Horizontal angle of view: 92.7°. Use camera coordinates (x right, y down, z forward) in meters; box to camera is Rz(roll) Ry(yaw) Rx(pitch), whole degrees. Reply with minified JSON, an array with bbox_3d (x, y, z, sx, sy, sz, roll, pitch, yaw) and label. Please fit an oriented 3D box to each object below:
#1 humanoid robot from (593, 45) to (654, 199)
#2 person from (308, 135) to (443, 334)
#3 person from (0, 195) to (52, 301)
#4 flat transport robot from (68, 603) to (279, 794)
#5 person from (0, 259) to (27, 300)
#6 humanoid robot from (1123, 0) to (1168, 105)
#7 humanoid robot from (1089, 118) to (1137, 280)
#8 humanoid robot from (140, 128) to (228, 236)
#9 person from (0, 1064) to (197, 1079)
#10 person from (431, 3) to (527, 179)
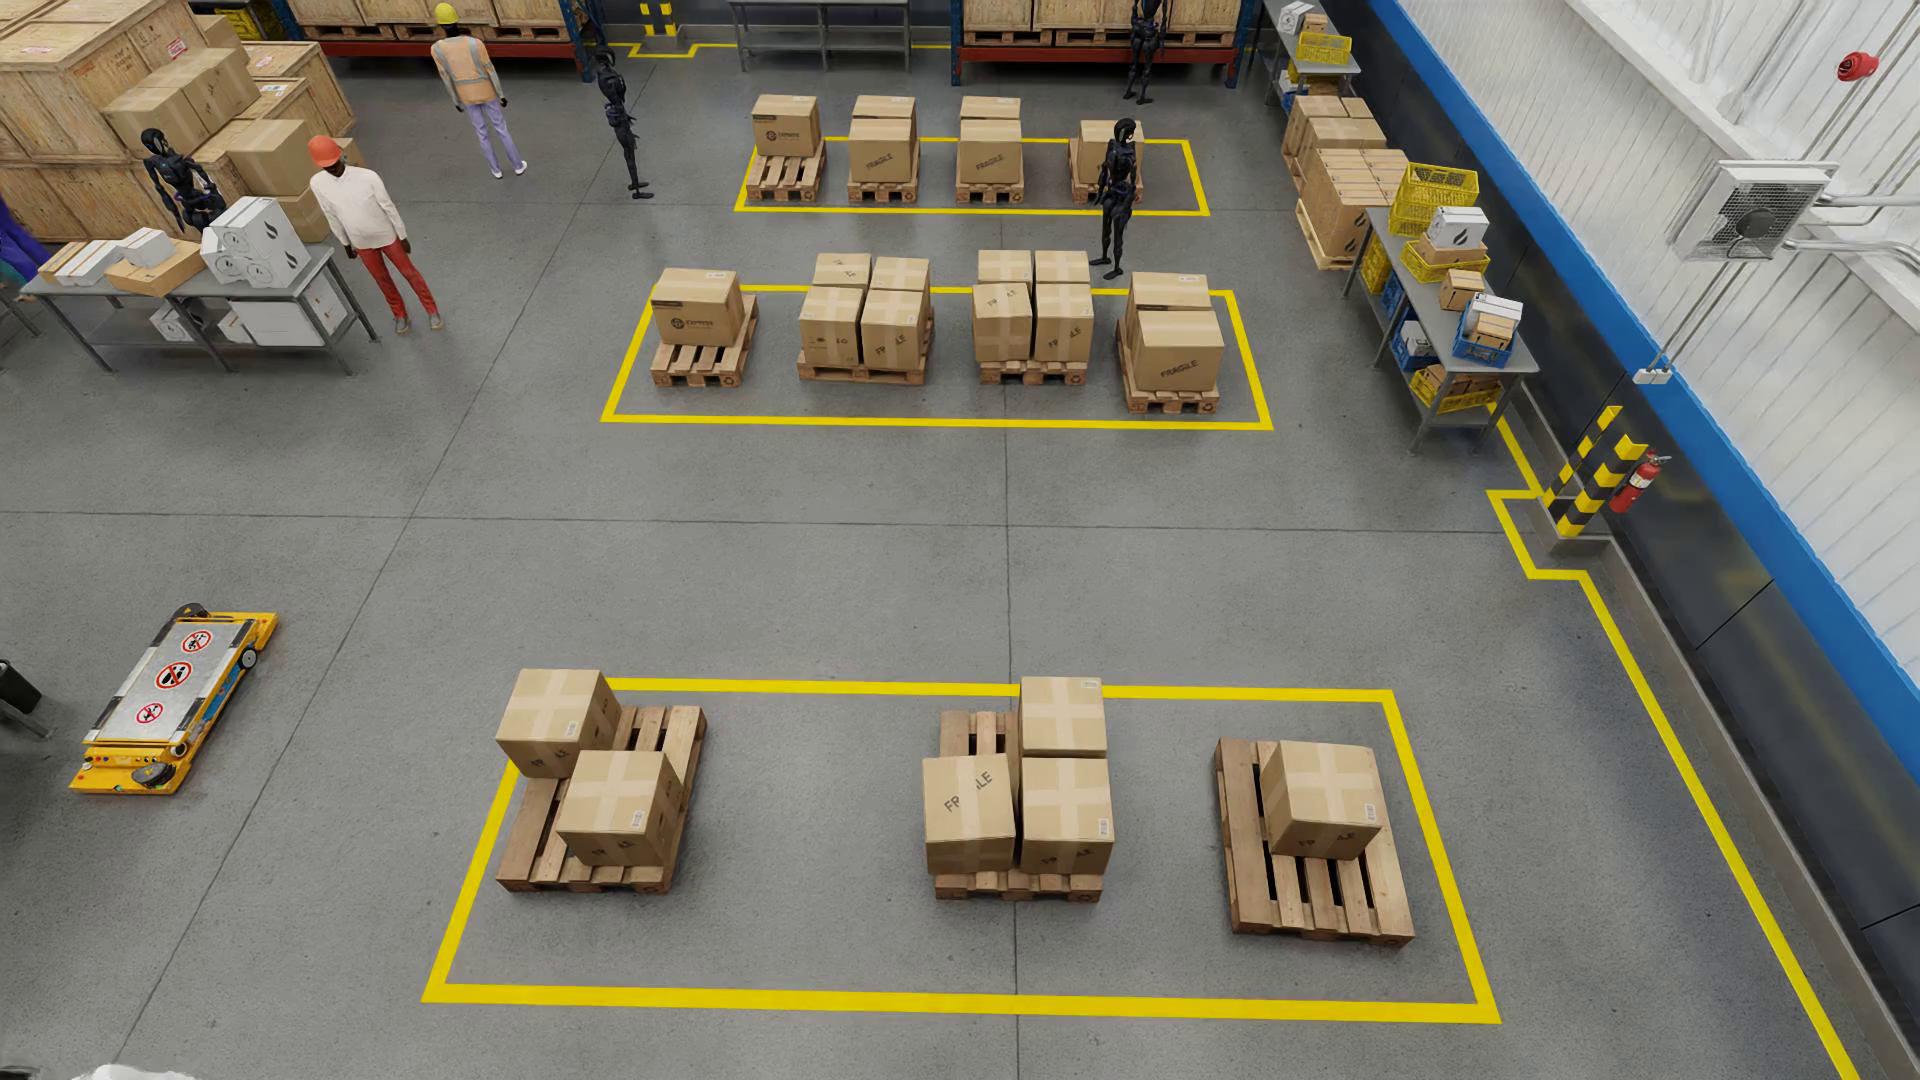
[{"bbox_3d":[-3.840,-4.765,10.467,0.327,1.657,0.585,-17,52,-14],"label":"humanoid robot"},{"bbox_3d":[-5.541,-2.844,8.650,0.615,1.985,0.401,-10,51,-8],"label":"person"},{"bbox_3d":[-9.794,-3.336,9.031,0.535,2.000,0.697,-15,51,-12],"label":"person"},{"bbox_3d":[-5.504,1.072,6.442,0.652,0.197,1.431,1,50,1],"label":"flat transport robot"},{"bbox_3d":[-10.078,-3.177,9.114,0.584,1.701,0.432,28,55,21],"label":"person"},{"bbox_3d":[2.455,-6.654,12.067,0.310,1.656,0.616,-34,57,-25],"label":"humanoid robot"},{"bbox_3d":[1.590,-3.480,9.380,0.312,1.657,0.608,-20,53,-16],"label":"humanoid robot"},{"bbox_3d":[-7.644,-3.316,9.241,0.589,1.657,0.327,-5,50,-4],"label":"humanoid robot"},{"bbox_3d":[-3.614,2.635,4.097,0.663,1.868,0.352,-30,56,-23],"label":"person"},{"bbox_3d":[-5.618,-5.182,10.665,0.585,1.928,0.366,-14,51,-11],"label":"person"}]
